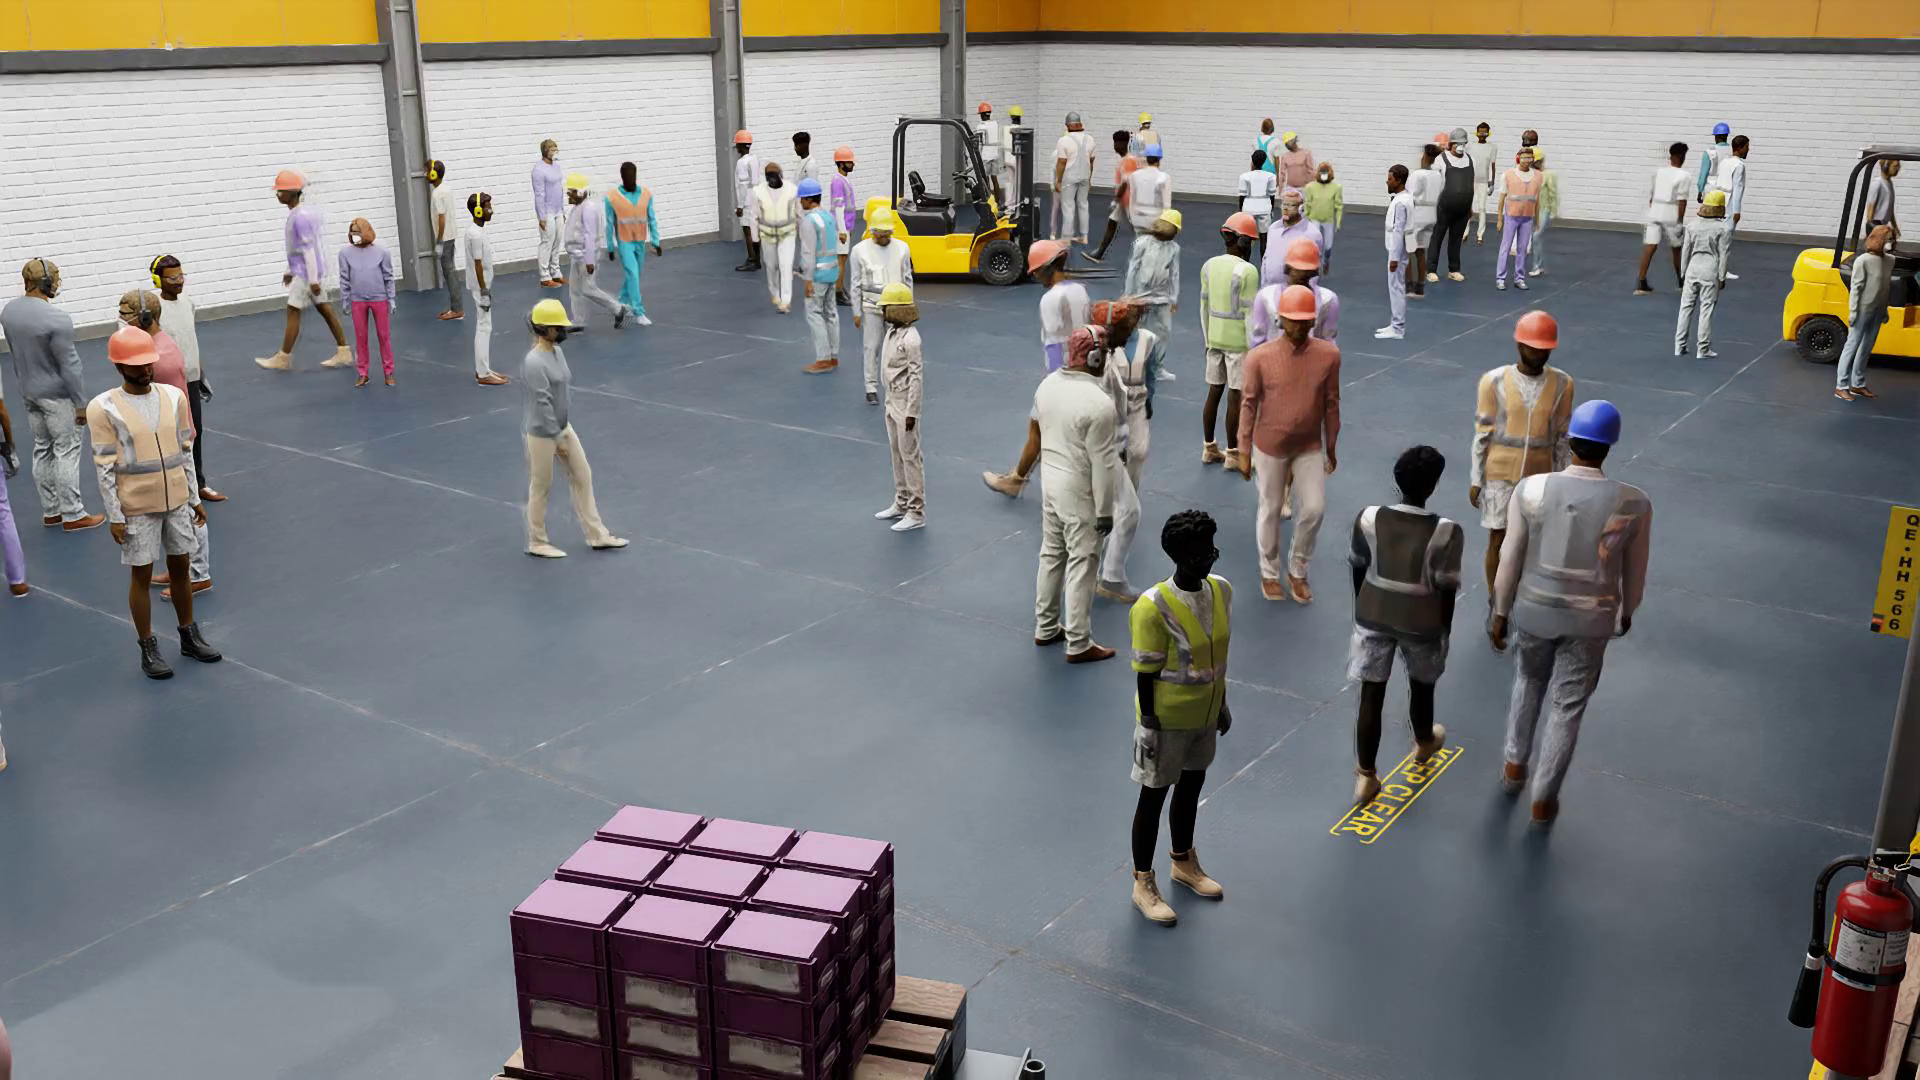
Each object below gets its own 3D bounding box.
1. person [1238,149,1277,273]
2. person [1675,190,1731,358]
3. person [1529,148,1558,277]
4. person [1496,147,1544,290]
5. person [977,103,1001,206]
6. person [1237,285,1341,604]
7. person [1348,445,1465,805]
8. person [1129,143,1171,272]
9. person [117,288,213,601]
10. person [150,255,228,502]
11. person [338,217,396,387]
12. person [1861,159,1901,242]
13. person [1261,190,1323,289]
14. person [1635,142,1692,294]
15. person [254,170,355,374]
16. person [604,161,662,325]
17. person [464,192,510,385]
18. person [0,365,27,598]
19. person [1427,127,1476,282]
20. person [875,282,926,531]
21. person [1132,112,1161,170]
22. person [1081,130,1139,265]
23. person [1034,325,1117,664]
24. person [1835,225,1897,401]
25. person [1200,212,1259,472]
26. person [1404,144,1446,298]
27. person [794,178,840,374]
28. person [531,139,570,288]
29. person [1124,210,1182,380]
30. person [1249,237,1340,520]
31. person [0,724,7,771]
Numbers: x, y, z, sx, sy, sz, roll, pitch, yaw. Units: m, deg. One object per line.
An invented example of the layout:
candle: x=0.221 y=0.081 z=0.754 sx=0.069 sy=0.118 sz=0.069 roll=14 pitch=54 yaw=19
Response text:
person: x=4.087 y=-4.519 z=22.947 sx=0.535 sy=1.697 sz=0.318 roll=-1 pitch=18 yaw=-2
person: x=7.814 y=-2.787 z=17.454 sx=0.295 sy=1.743 sz=0.493 roll=-14 pitch=23 yaw=-38
person: x=7.864 y=-4.481 z=22.764 sx=0.655 sy=1.731 sz=0.540 roll=-13 pitch=22 yaw=-35
person: x=7.267 y=-4.182 z=21.652 sx=0.572 sy=1.843 sz=0.373 roll=-2 pitch=18 yaw=-6
person: x=0.489 y=-6.967 z=30.255 sx=0.542 sy=1.920 sz=0.419 roll=-15 pitch=23 yaw=-39
person: x=2.001 y=-0.557 z=10.094 sx=0.662 sy=1.974 sz=0.571 roll=-1 pitch=18 yaw=-4
person: x=2.080 y=0.355 z=7.750 sx=0.546 sy=1.660 sz=0.821 roll=10 pitch=20 yaw=27
person: x=2.403 y=-4.057 z=21.148 sx=0.611 sy=1.918 sz=0.519 roll=11 pitch=21 yaw=30
person: x=-4.915 y=-0.590 z=10.268 sx=0.373 sy=1.940 sz=0.629 roll=-12 pitch=21 yaw=-33
person: x=-5.672 y=-1.144 z=12.115 sx=0.309 sy=1.868 sz=0.535 roll=5 pitch=18 yaw=15
person: x=-5.724 y=-2.298 z=16.111 sx=0.509 sy=1.629 sz=0.273 roll=-3 pitch=18 yaw=-9
person: x=11.426 y=-3.865 z=20.684 sx=0.540 sy=1.839 sz=0.376 roll=-17 pitch=24 yaw=-42
person: x=3.110 y=-2.369 z=15.875 sx=0.406 sy=1.913 sz=0.639 roll=-15 pitch=23 yaw=-38
person: x=9.141 y=-4.137 z=21.401 sx=0.998 sy=1.909 sz=0.631 roll=-11 pitch=21 yaw=-31
person: x=-6.679 y=-2.684 z=16.701 sx=1.017 sy=2.000 sz=0.608 roll=-6 pitch=19 yaw=-18
person: x=-3.880 y=-3.503 z=19.494 sx=0.588 sy=1.878 sz=0.938 roll=-15 pitch=23 yaw=-38
person: x=-4.627 y=-2.431 z=16.167 sx=0.331 sy=1.857 sz=0.505 roll=-5 pitch=19 yaw=-17
person: x=-6.068 y=-0.524 z=10.191 sx=0.511 sy=1.862 sz=0.327 roll=-11 pitch=21 yaw=-31
person: x=6.612 y=-4.483 z=22.278 sx=0.674 sy=2.000 sz=0.535 roll=-4 pitch=18 yaw=-12
person: x=-0.427 y=-0.937 z=11.668 sx=0.306 sy=1.743 sz=0.494 roll=-7 pitch=19 yaw=-21
person: x=3.188 y=-6.469 z=28.827 sx=0.600 sy=1.829 sz=0.404 roll=-11 pitch=21 yaw=-30
person: x=2.285 y=-4.825 z=23.555 sx=1.039 sy=1.899 sz=0.599 roll=-4 pitch=18 yaw=-13
person: x=0.675 y=-0.260 z=9.314 sx=0.395 sy=1.898 sz=0.640 roll=-10 pitch=20 yaw=-29
person: x=8.508 y=-2.128 z=15.570 sx=0.508 sy=1.632 sz=0.270 roll=-8 pitch=19 yaw=-24
person: x=2.155 y=-1.561 z=13.150 sx=0.385 sy=2.035 sz=0.605 roll=-11 pitch=21 yaw=-32
person: x=5.832 y=-4.035 z=21.079 sx=0.708 sy=1.920 sz=0.373 roll=-12 pitch=21 yaw=-34
person: x=-1.442 y=-2.647 z=16.720 sx=0.438 sy=1.934 sz=0.670 roll=5 pitch=18 yaw=15
person: x=-5.379 y=-4.281 z=21.842 sx=0.385 sy=1.932 sz=0.622 roll=4 pitch=18 yaw=13
person: x=1.833 y=-2.353 z=16.175 sx=0.638 sy=1.697 sz=0.327 roll=-5 pitch=18 yaw=-16
person: x=2.376 y=-1.173 z=11.950 sx=0.625 sy=2.022 sz=0.577 roll=1 pitch=18 yaw=4
person: x=-4.855 y=0.220 z=7.825 sx=0.576 sy=1.883 sz=0.354 roll=-5 pitch=19 yaw=-17
